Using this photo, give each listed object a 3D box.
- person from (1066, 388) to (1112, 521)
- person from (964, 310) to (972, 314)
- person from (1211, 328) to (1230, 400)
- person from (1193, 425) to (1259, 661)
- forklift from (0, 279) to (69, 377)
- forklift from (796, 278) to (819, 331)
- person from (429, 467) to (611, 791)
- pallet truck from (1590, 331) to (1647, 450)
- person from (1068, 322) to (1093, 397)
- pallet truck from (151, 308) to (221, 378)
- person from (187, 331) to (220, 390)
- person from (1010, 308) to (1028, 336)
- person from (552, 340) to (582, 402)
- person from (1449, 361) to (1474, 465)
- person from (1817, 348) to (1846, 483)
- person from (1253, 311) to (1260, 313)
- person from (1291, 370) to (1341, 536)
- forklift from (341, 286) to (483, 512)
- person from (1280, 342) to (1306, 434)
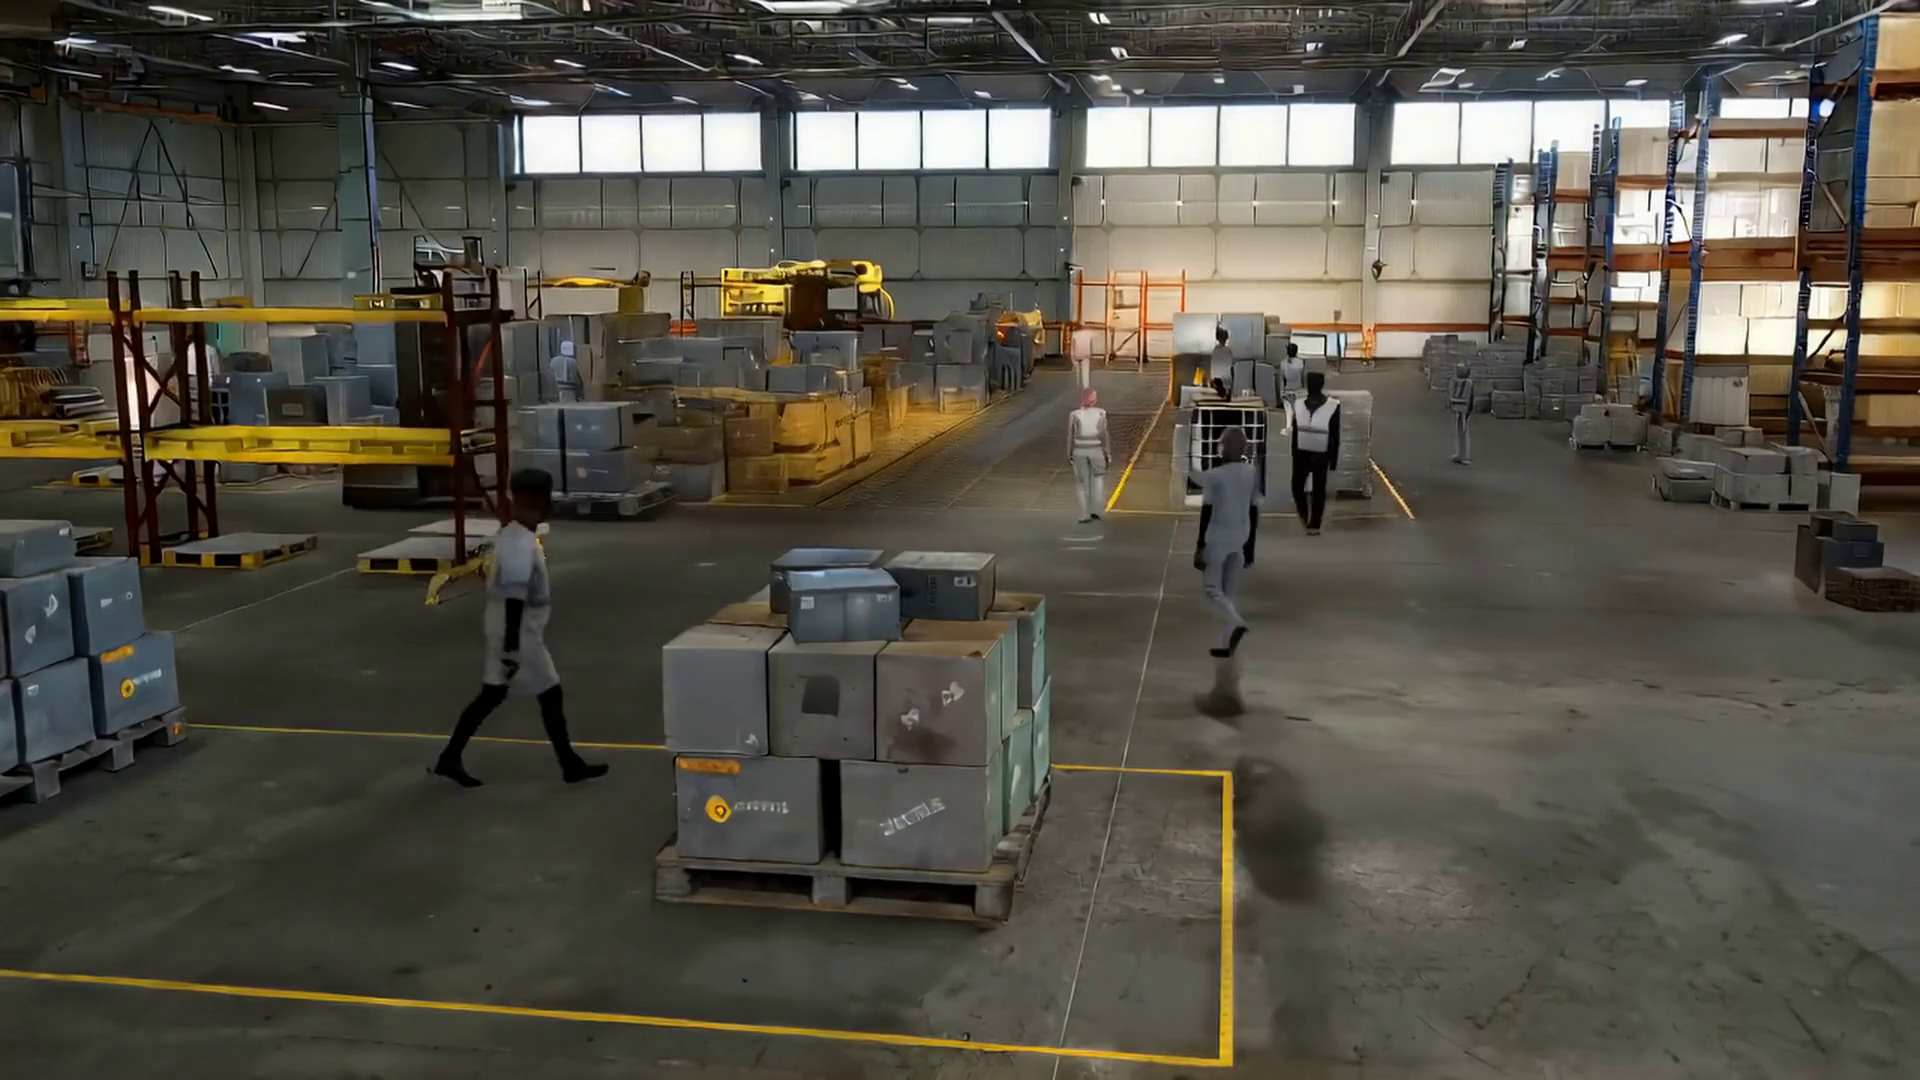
[{"bbox_3d":[1.562,-1.038,20.160,0.555,1.625,0.450,1,9,7],"label":"person"},{"bbox_3d":[0.203,-5.488,46.692,0.636,1.923,0.573,4,10,25],"label":"person"},{"bbox_3d":[4.980,-3.068,31.738,0.368,1.938,0.632,-2,9,-12],"label":"person"},{"bbox_3d":[2.069,0.046,12.792,0.552,1.854,0.516,-5,10,-26],"label":"person"},{"bbox_3d":[-22.377,-4.792,39.470,1.873,2.768,1.129,1,9,9],"label":"forklift"},{"bbox_3d":[-3.865,-5.259,42.346,1.873,2.768,1.129,1,9,9],"label":"forklift"},{"bbox_3d":[-2.604,0.531,9.651,1.021,1.917,0.607,-4,10,-25],"label":"person"},{"bbox_3d":[11.253,-2.573,28.499,0.823,1.965,1.885,5,10,27],"label":"pallet truck"},{"bbox_3d":[2.888,-4.301,39.729,0.628,1.816,0.781,-2,9,-13],"label":"person"},{"bbox_3d":[-21.869,-5.598,47.154,0.823,1.965,1.885,4,10,26],"label":"pallet truck"},{"bbox_3d":[-15.259,-3.313,33.416,0.641,1.897,1.010,1,9,4],"label":"person"},{"bbox_3d":[1.624,-5.543,46.823,0.626,1.991,0.396,7,11,36],"label":"person"},{"bbox_3d":[-6.785,-2.551,28.887,0.634,1.843,0.429,8,12,40],"label":"person"},{"bbox_3d":[7.862,-1.986,26.005,0.317,1.631,0.522,-1,9,-4],"label":"person"},{"bbox_3d":[12.479,-1.772,23.744,0.379,1.938,0.547,2,9,12],"label":"person"},{"bbox_3d":[8.108,-5.337,45.750,0.382,1.930,0.547,-8,12,-42],"label":"person"},{"bbox_3d":[4.043,-0.984,19.009,0.592,1.903,0.467,6,11,32],"label":"person"},{"bbox_3d":[-6.819,-1.819,21.133,1.873,2.768,1.129,1,9,9],"label":"forklift"},{"bbox_3d":[6.205,-2.830,31.009,0.541,1.696,0.316,-5,10,-26],"label":"person"}]
